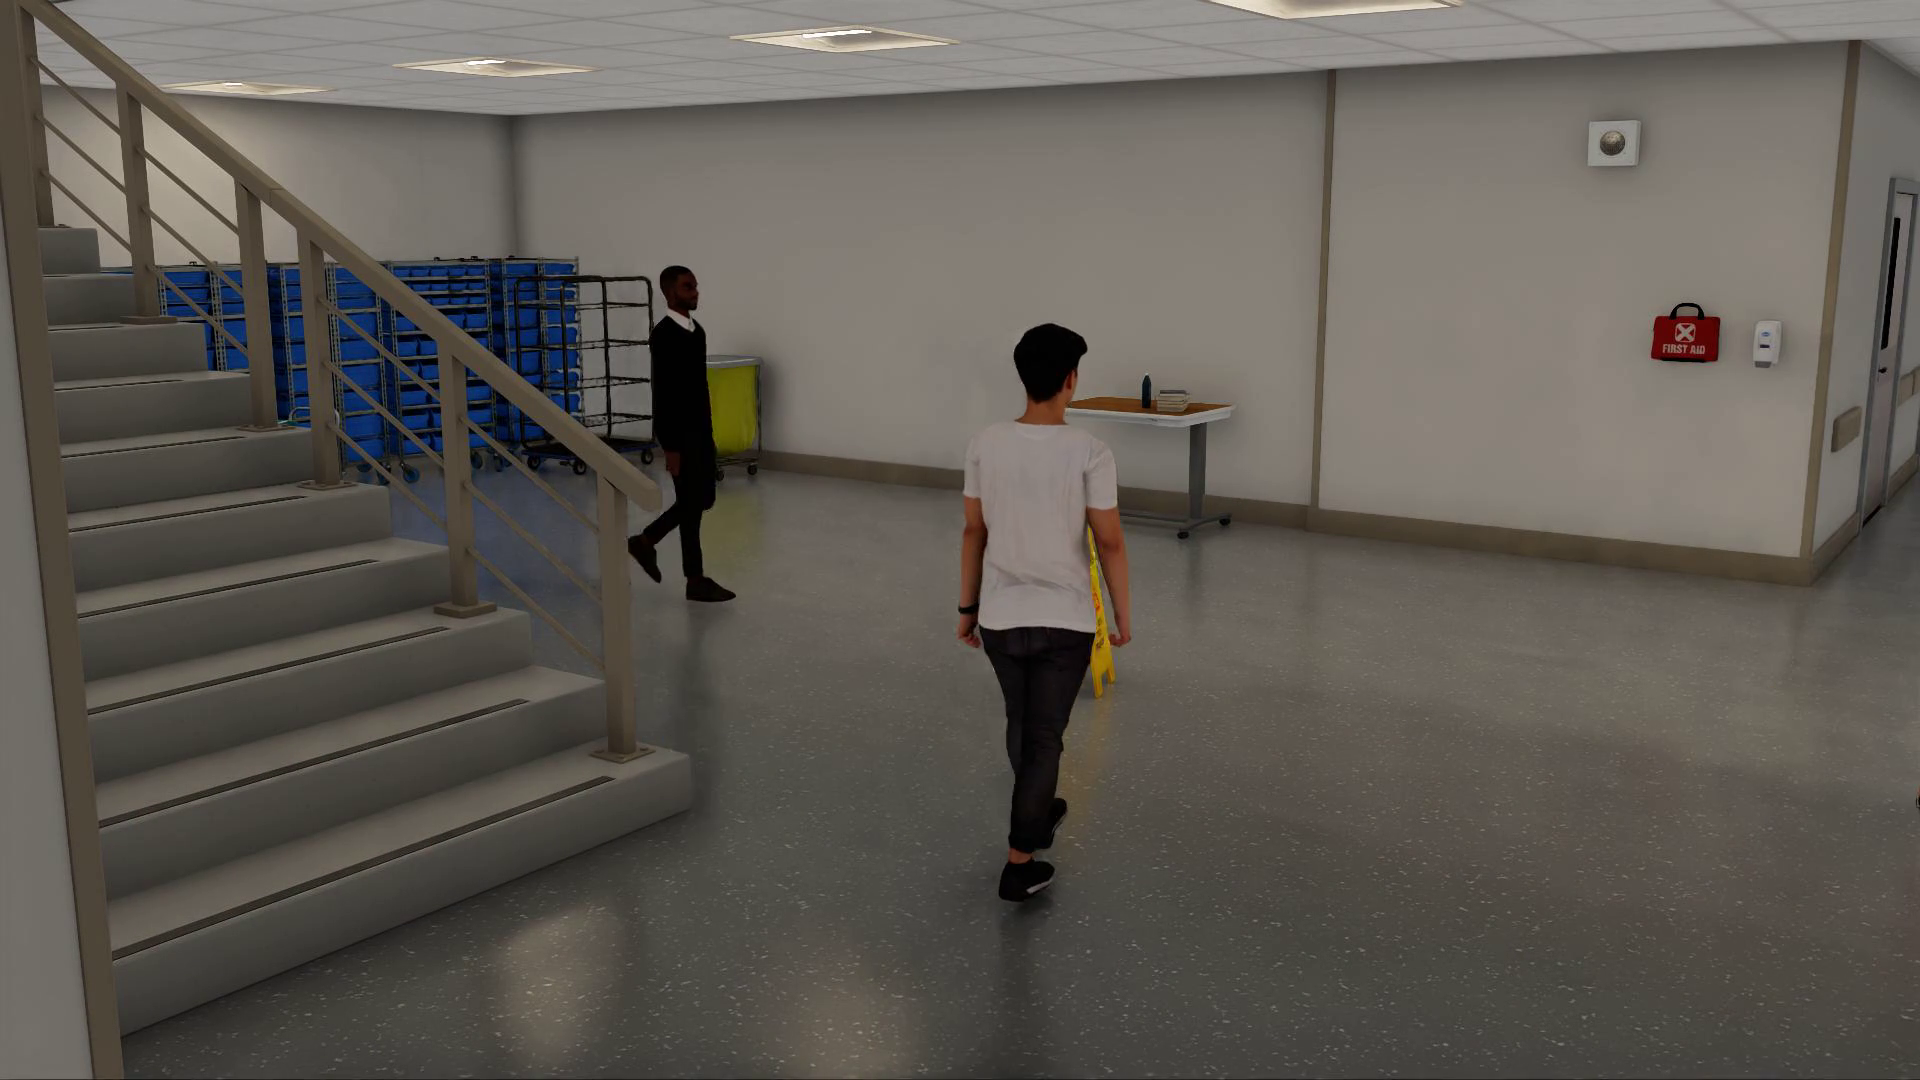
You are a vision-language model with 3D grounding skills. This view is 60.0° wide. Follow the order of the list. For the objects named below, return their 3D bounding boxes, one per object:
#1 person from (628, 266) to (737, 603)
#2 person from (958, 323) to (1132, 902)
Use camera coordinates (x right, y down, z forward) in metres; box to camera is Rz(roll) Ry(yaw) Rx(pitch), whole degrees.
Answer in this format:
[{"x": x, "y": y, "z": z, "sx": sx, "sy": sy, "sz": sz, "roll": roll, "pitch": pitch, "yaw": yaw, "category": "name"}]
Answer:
[{"x": -1.558, "y": -0.567, "z": 8.958, "sx": 1.005, "sy": 1.800, "sz": 0.831, "roll": 3, "pitch": 11, "yaw": 16, "category": "person"}, {"x": 0.192, "y": 0.231, "z": 4.952, "sx": 0.893, "sy": 1.696, "sz": 0.789, "roll": 5, "pitch": 12, "yaw": 26, "category": "person"}]
